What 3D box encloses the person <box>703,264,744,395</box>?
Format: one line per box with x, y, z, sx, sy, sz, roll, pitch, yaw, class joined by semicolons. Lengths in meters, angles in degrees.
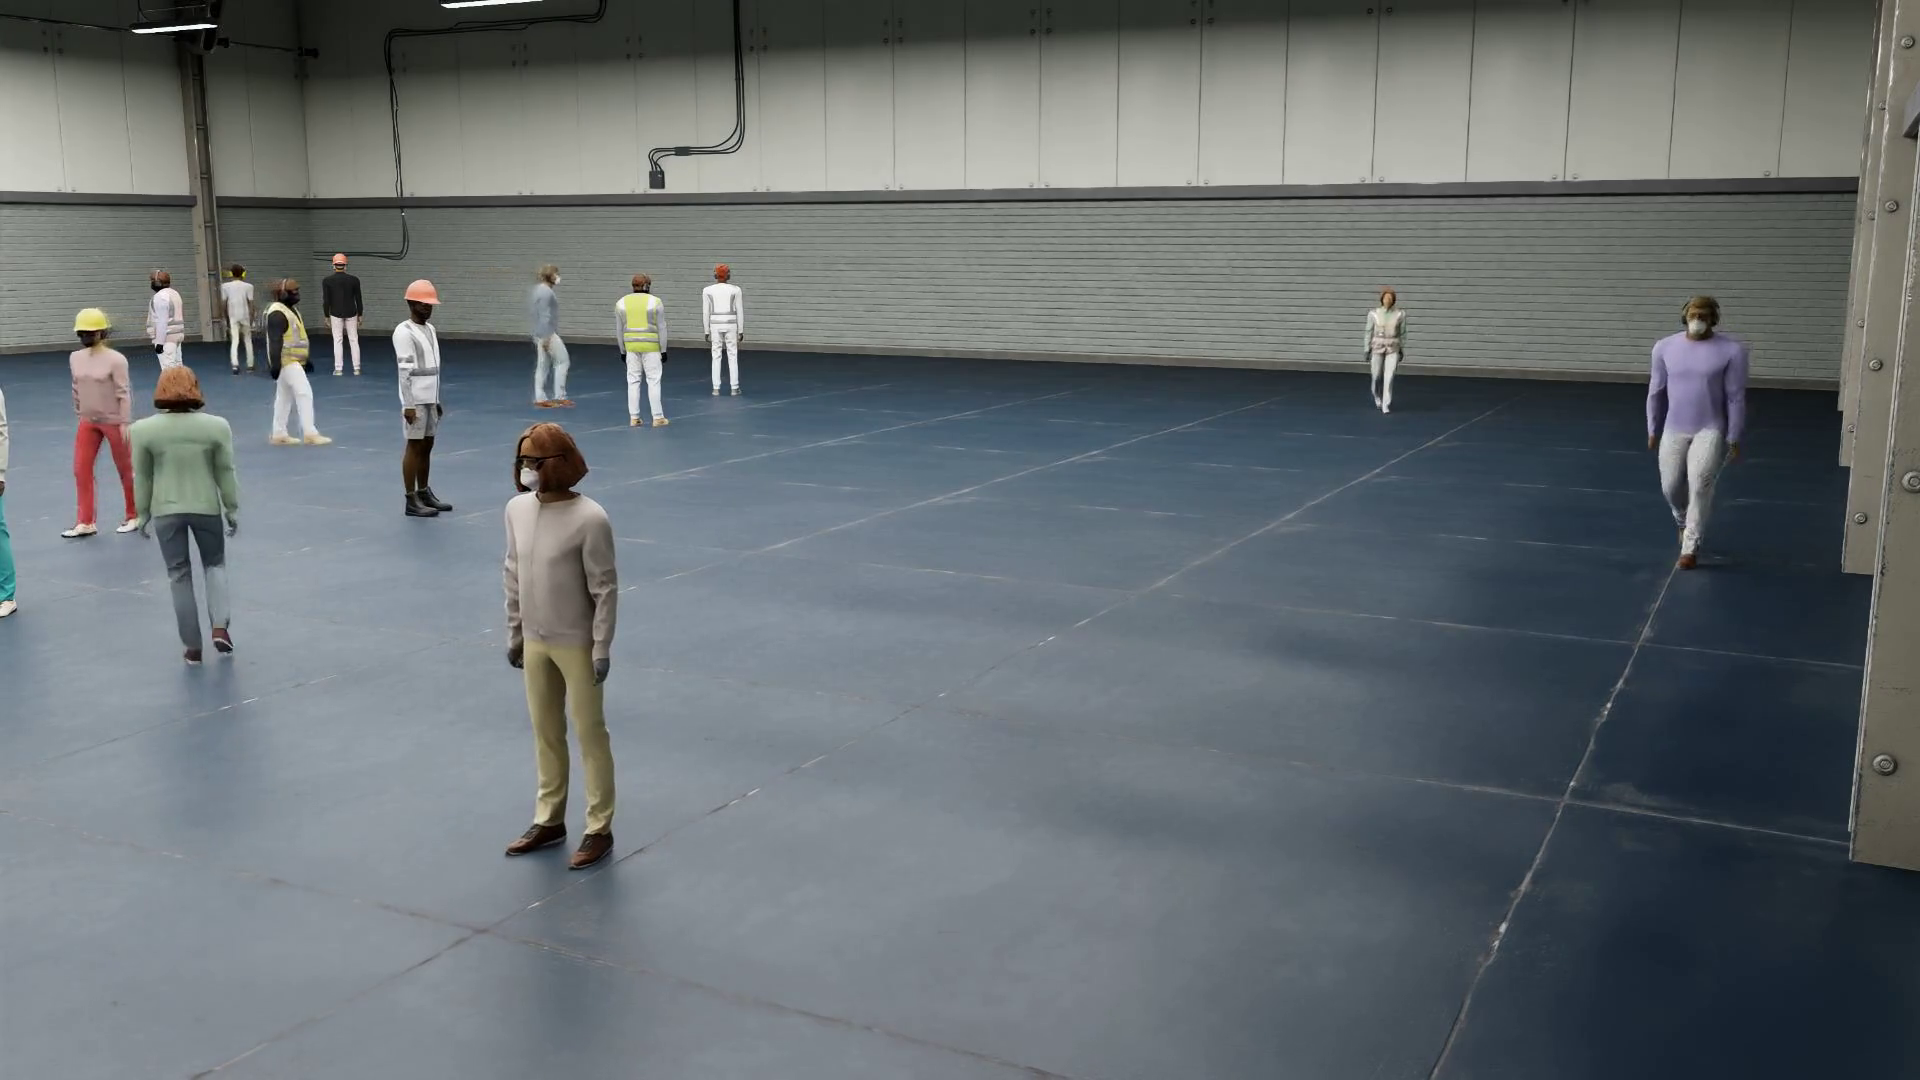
-3.400;-3.019;23.939;0.575;1.883;0.355;-1;10;-3;person

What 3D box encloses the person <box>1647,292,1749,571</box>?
5.132;-0.767;11.590;0.642;1.921;0.668;8;13;36;person

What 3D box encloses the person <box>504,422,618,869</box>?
-1.462;0.381;6.076;0.501;1.632;0.280;6;12;30;person

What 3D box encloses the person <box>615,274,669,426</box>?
-3.817;-2.286;20.074;0.621;1.838;0.429;2;11;10;person

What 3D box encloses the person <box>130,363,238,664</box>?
-4.158;-0.136;8.945;0.500;1.620;0.343;-6;12;-29;person

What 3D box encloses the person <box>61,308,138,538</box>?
-6.559;-0.877;12.628;0.543;1.733;0.795;2;11;11;person

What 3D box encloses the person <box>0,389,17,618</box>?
-5.954;-0.400;9.976;0.525;1.769;0.311;1;10;8;person

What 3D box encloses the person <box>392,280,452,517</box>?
-4.408;-1.164;13.679;0.375;1.934;0.547;2;11;8;person

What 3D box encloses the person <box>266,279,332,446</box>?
-7.226;-1.934;18.215;0.791;1.814;0.631;-2;11;-11;person

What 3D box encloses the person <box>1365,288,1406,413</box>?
5.553;-2.477;21.725;0.513;1.619;0.633;2;11;12;person

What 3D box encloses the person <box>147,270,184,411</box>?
-10.431;-2.616;21.854;0.429;1.841;0.633;-1;10;-5;person

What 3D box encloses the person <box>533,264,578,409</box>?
-5.330;-2.682;21.995;0.700;1.917;0.662;-3;11;-16;person

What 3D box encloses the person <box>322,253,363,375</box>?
-10.150;-3.705;27.372;0.622;1.994;0.381;-6;12;-29;person

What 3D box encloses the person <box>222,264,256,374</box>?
-12.032;-3.686;27.757;0.512;1.826;0.922;-3;11;-16;person
